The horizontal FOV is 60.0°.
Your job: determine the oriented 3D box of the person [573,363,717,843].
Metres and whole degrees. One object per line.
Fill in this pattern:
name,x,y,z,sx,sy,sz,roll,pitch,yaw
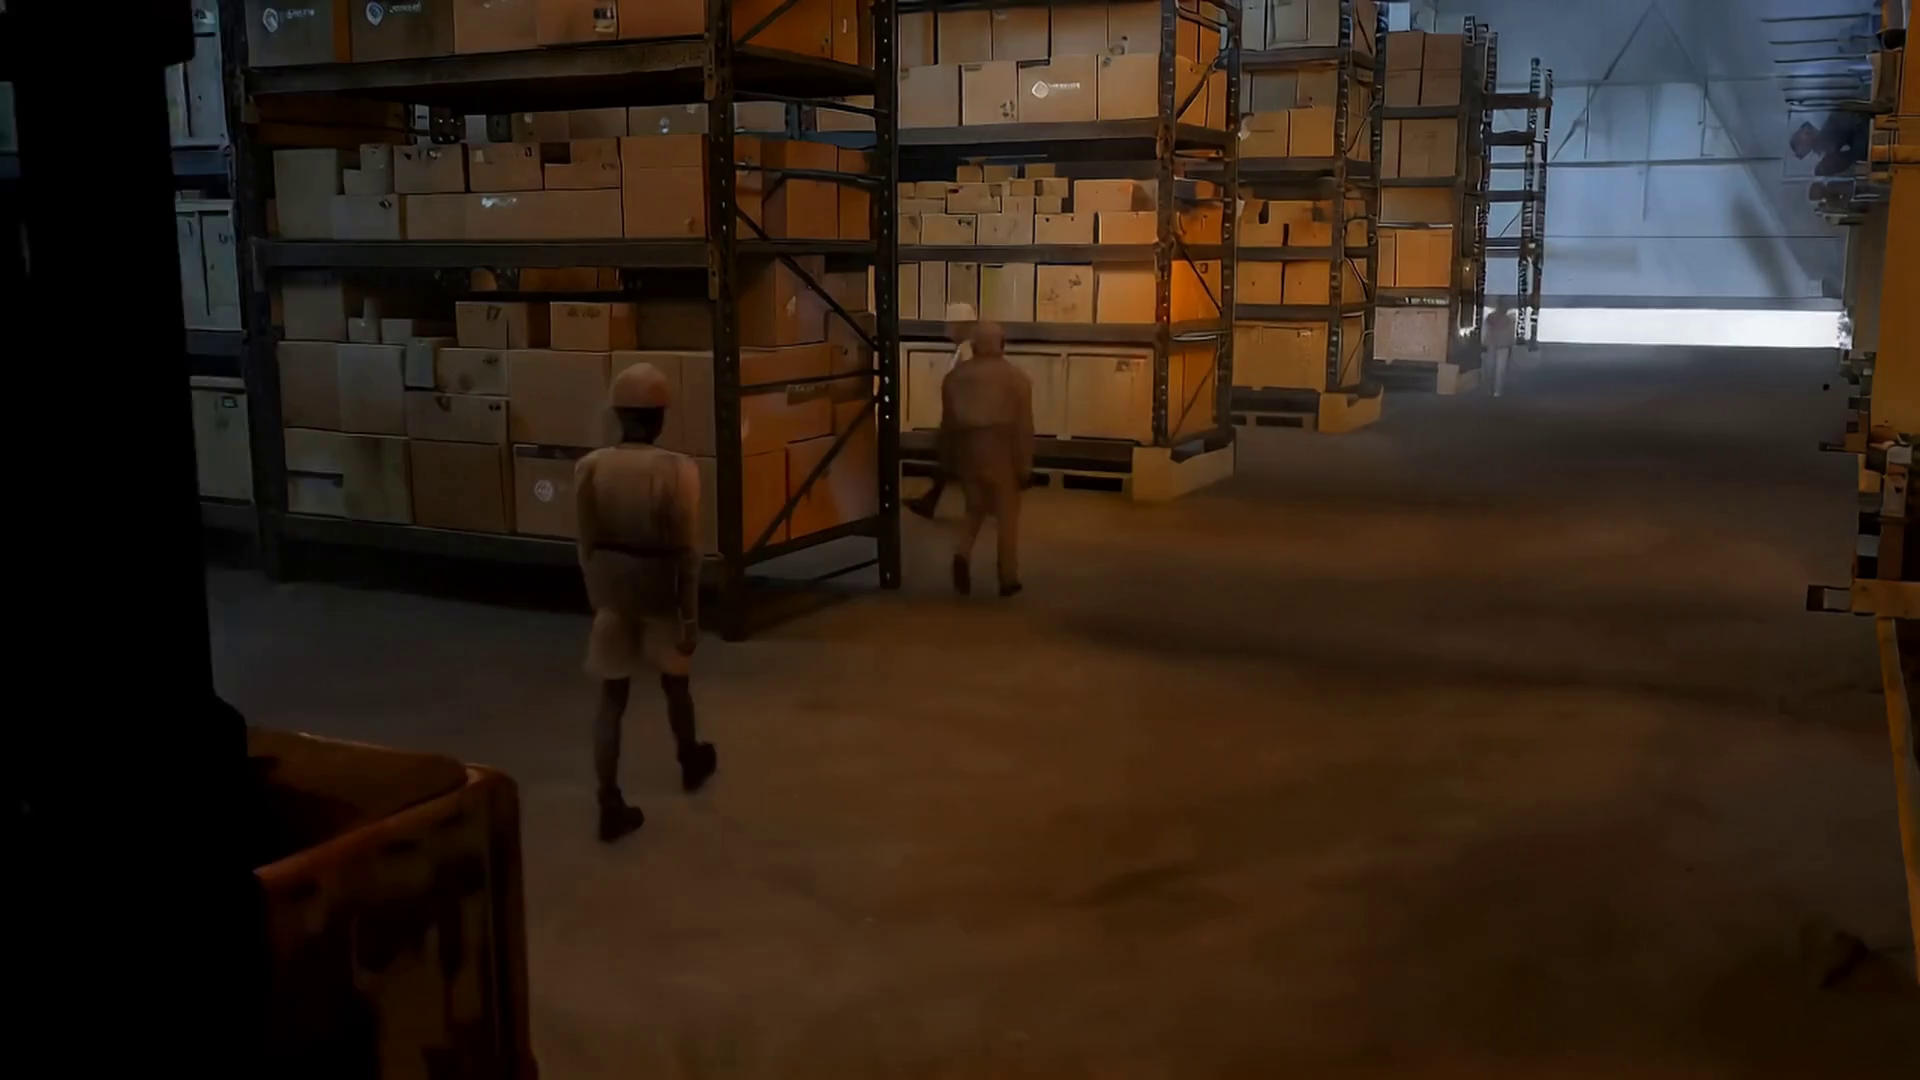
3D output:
person,-1.297,0.222,6.843,0.567,1.882,0.978,2,10,12

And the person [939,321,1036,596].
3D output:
person,0.175,-0.525,11.182,0.663,1.884,0.617,3,10,19

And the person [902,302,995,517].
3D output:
person,-0.083,-1.142,14.697,0.953,1.891,0.564,-1,10,-3

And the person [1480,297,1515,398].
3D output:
person,8.704,-3.111,26.893,0.525,1.617,0.553,5,11,25

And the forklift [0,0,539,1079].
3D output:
forklift,-1.905,0.320,3.392,1.129,2.768,1.873,5,11,27
